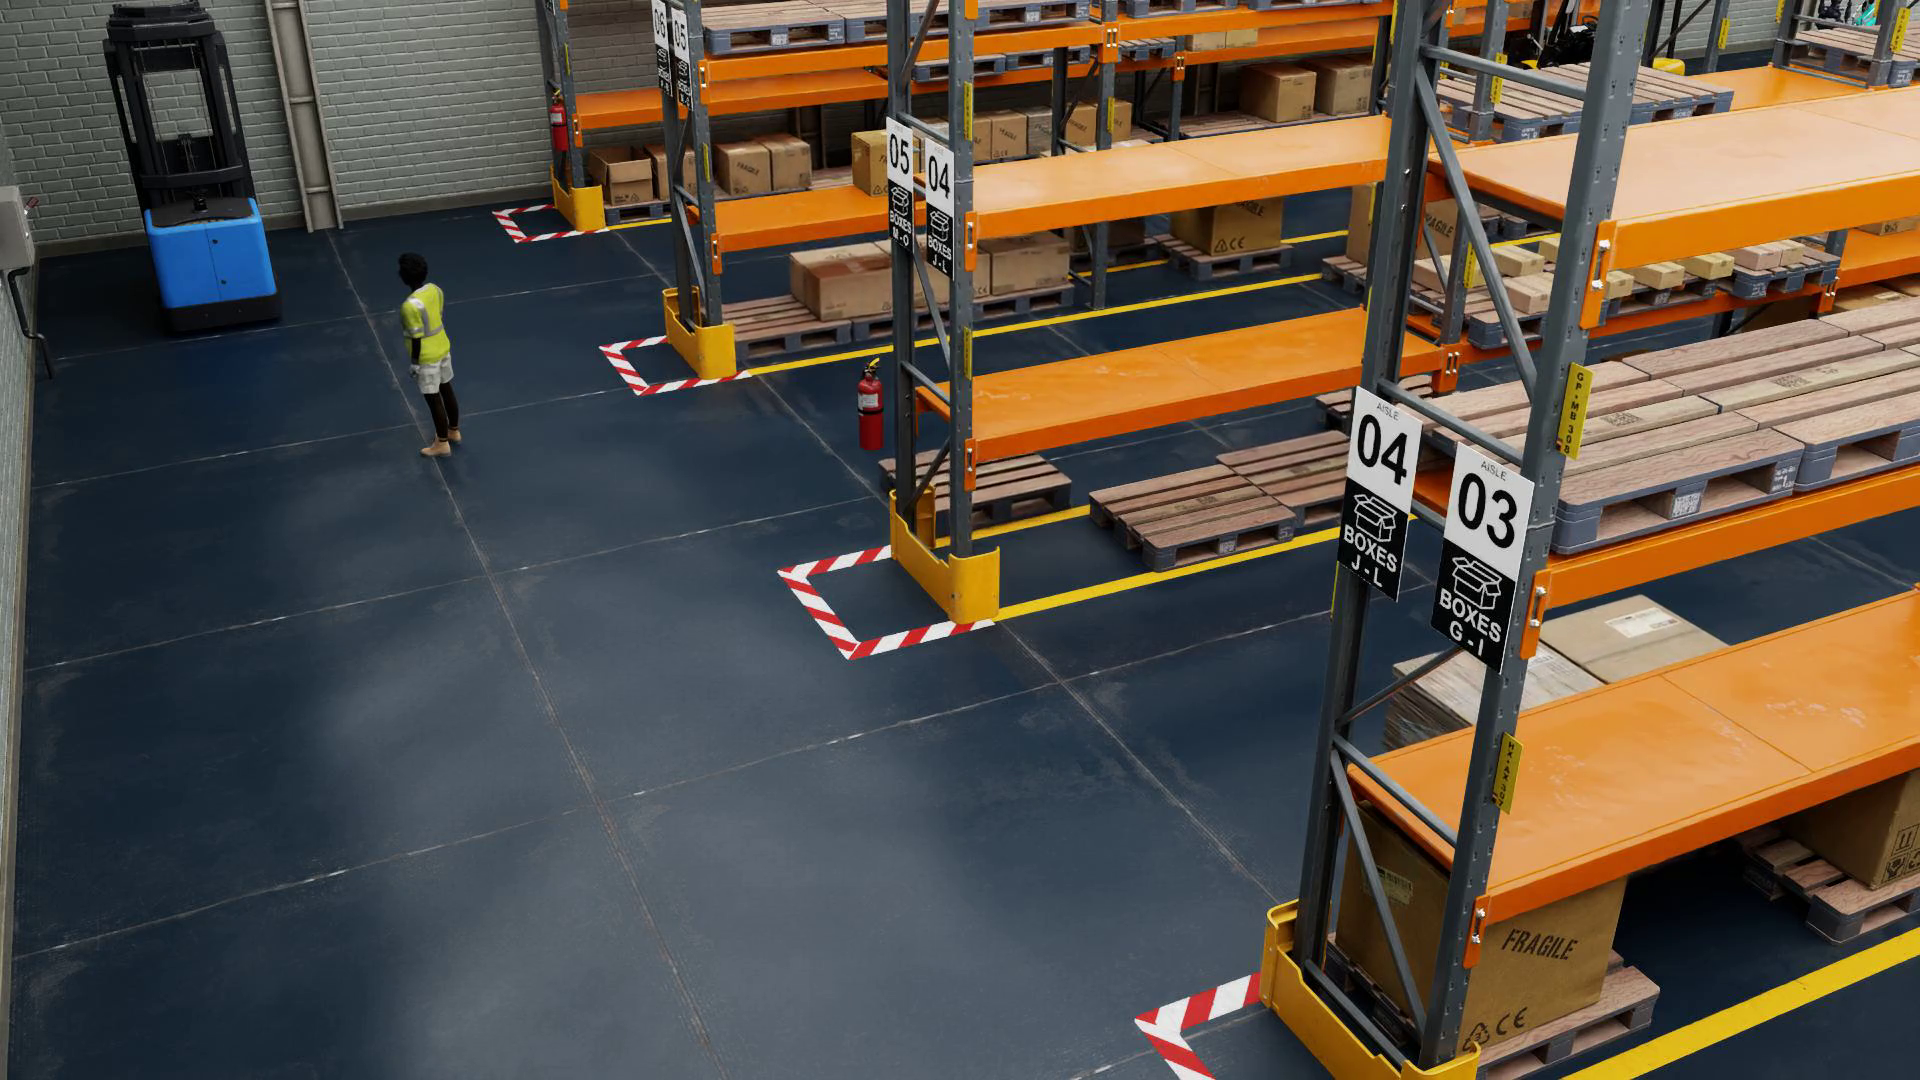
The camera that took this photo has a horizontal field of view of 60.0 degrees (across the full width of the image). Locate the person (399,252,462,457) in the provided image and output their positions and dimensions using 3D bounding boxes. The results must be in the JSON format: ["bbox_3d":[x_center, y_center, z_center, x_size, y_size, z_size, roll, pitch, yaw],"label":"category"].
[{"bbox_3d":[-4.292,-1.495,13.412,0.320,1.697,0.531,4,28,7],"label":"person"}]

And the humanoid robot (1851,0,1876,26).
[{"bbox_3d":[14.727,-8.647,26.923,0.735,1.677,0.533,-12,30,-22],"label":"humanoid robot"}]

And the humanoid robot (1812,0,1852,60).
[{"bbox_3d":[13.865,-8.303,26.458,0.315,1.657,0.599,-12,30,-22],"label":"humanoid robot"}]

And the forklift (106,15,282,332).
[{"bbox_3d":[-7.548,-3.672,16.323,1.129,2.768,1.873,-12,30,-22],"label":"forklift"}]

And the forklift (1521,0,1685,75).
[{"bbox_3d":[8.950,-6.807,23.056,1.214,2.155,2.313,-12,30,-22],"label":"forklift"}]
